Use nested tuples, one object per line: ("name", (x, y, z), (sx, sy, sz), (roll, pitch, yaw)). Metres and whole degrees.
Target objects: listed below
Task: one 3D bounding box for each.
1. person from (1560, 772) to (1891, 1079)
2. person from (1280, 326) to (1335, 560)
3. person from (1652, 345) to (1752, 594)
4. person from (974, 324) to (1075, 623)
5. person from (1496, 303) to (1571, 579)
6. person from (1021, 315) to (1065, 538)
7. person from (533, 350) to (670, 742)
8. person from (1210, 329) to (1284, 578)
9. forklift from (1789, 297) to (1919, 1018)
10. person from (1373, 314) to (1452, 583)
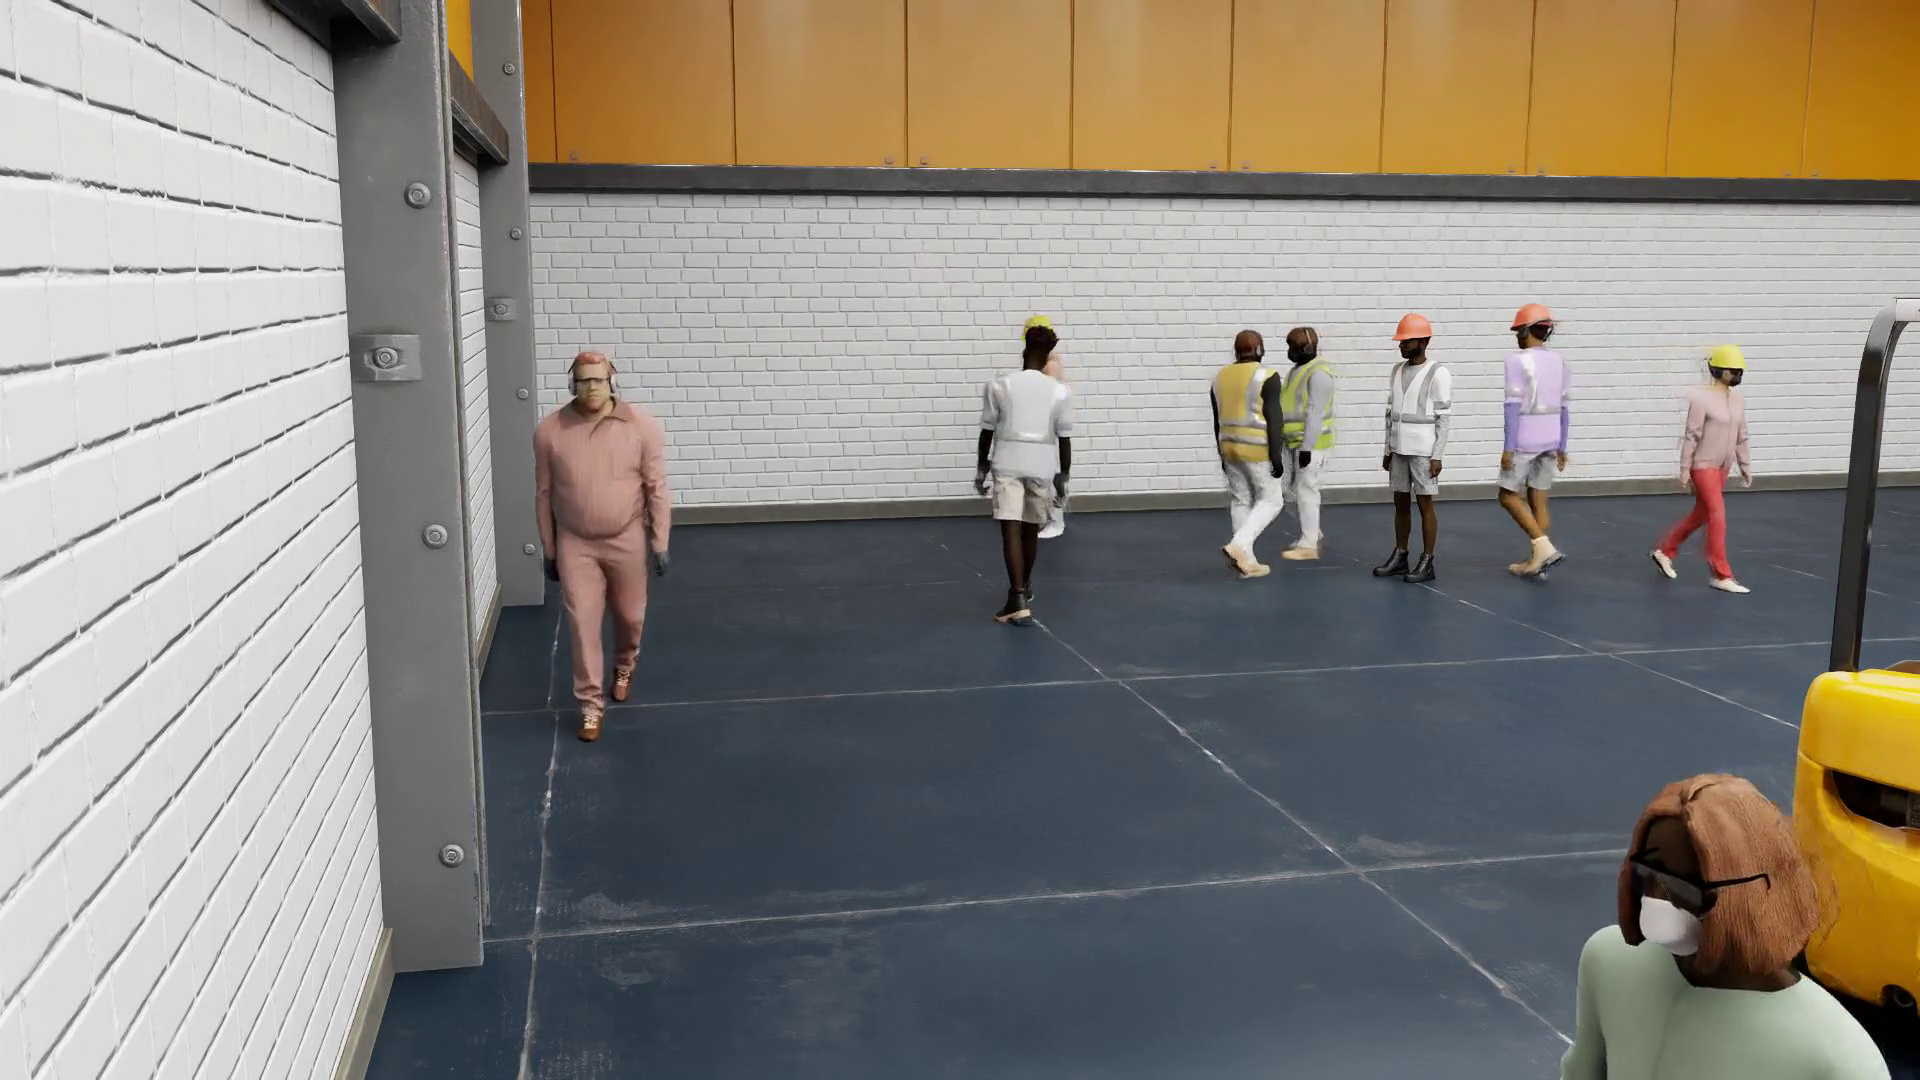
("person", (1.088, 1.093, 2.383), (0.846, 1.595, 0.516), (-4, 10, -21))
("person", (2.659, -0.743, 12.903), (0.440, 1.820, 0.623), (-2, 9, -11))
("person", (5.311, -0.530, 11.850), (0.531, 1.733, 0.844), (-5, 11, -30))
("person", (0.428, -0.436, 10.814), (0.653, 1.913, 0.969), (-2, 9, -9))
("person", (4.168, -0.702, 12.052), (0.640, 2.013, 0.628), (-5, 11, -29))
("person", (0.703, -0.945, 13.936), (0.497, 1.877, 0.676), (-2, 9, -10))
("person", (-1.773, -0.013, 8.280), (0.650, 1.879, 0.876), (-2, 9, -11))
("person", (2.083, -0.613, 12.084), (0.495, 1.823, 0.652), (-7, 12, -36))
("forklift", (3.542, 0.334, 5.177), (2.313, 2.155, 1.214), (-9, 13, -43))
("person", (3.257, -0.658, 12.004), (0.376, 1.935, 0.550), (-6, 11, -30))
